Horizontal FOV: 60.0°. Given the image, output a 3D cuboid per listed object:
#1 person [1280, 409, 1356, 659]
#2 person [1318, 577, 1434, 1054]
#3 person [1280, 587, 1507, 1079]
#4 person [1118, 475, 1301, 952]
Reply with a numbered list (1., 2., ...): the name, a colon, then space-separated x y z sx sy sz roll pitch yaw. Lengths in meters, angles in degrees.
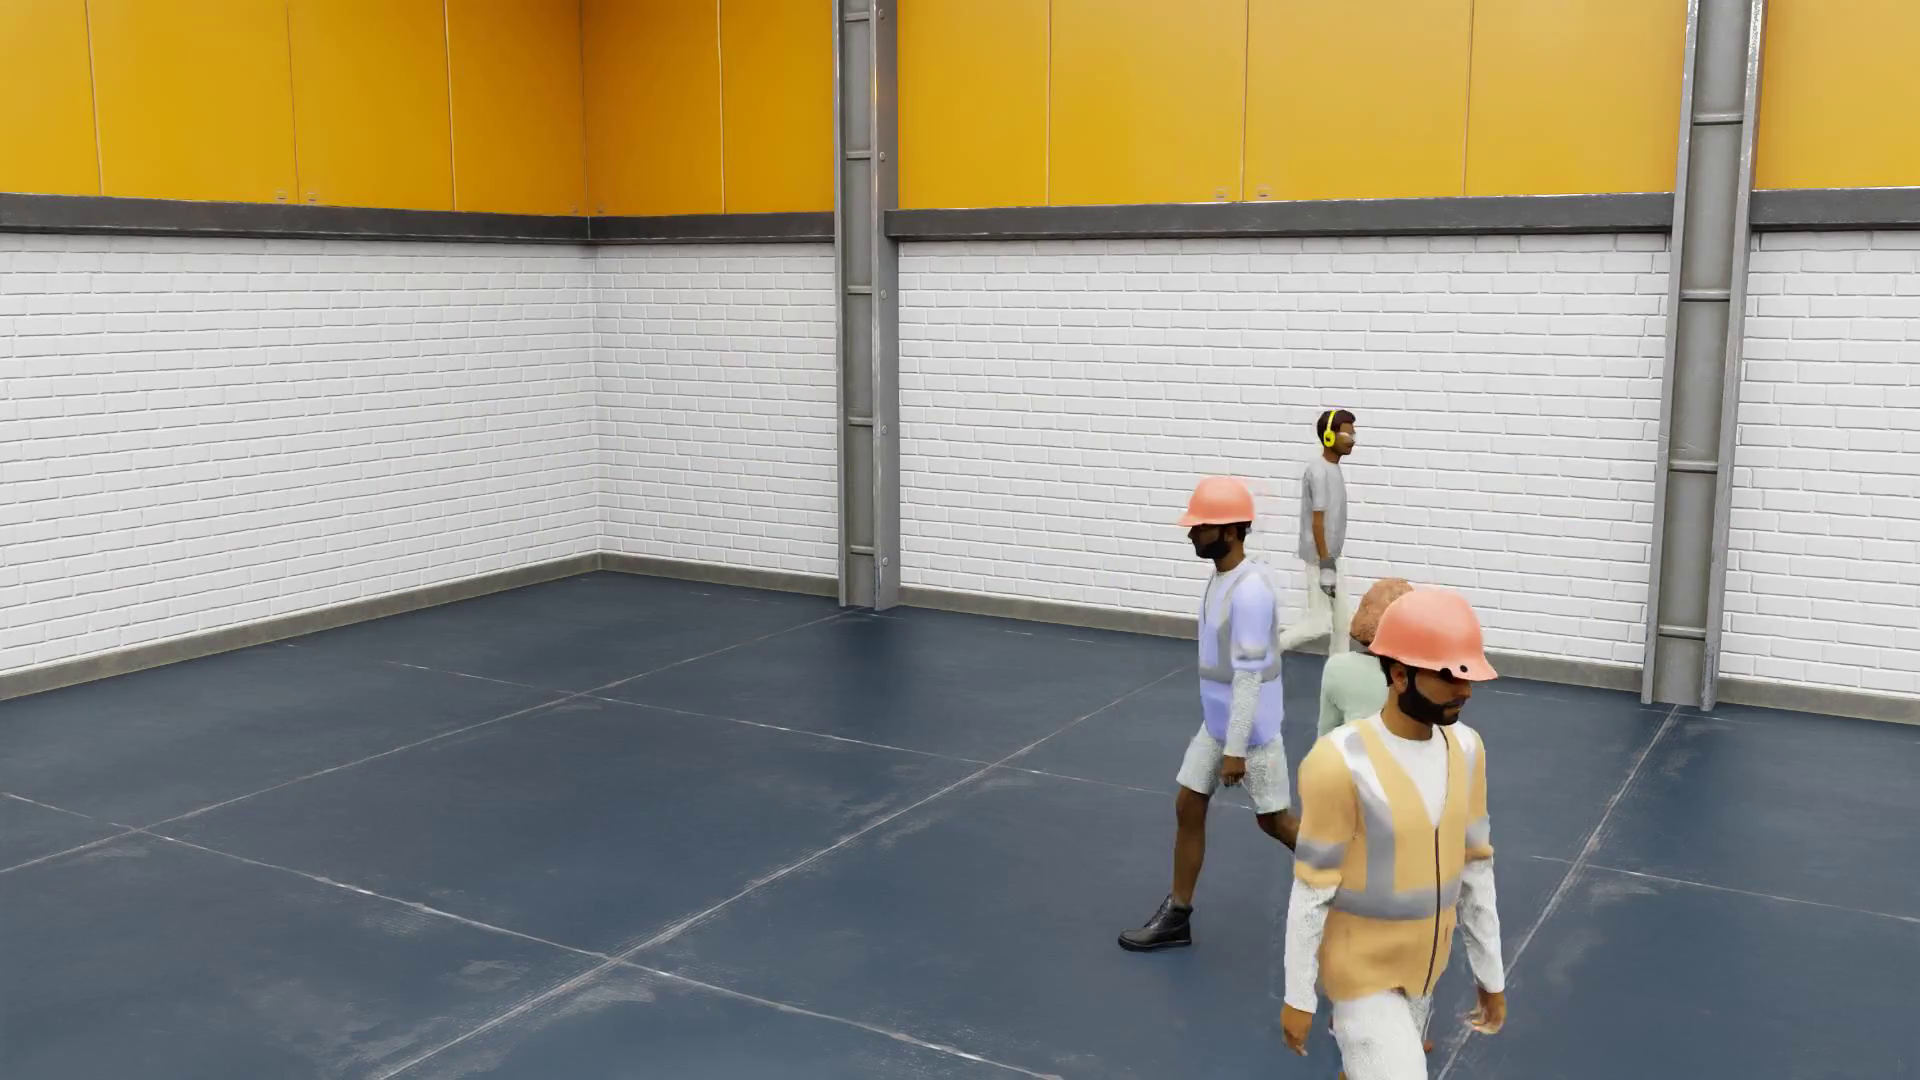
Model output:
1. person: 2.145 0.117 10.120 0.749 1.848 0.517 5 11 30
2. person: 1.433 0.937 5.664 0.338 1.637 0.513 -7 12 -38
3. person: 1.125 1.061 4.009 0.562 1.899 0.926 -6 11 -34
4. person: 1.149 0.680 6.448 0.979 1.897 0.547 -1 9 -9
